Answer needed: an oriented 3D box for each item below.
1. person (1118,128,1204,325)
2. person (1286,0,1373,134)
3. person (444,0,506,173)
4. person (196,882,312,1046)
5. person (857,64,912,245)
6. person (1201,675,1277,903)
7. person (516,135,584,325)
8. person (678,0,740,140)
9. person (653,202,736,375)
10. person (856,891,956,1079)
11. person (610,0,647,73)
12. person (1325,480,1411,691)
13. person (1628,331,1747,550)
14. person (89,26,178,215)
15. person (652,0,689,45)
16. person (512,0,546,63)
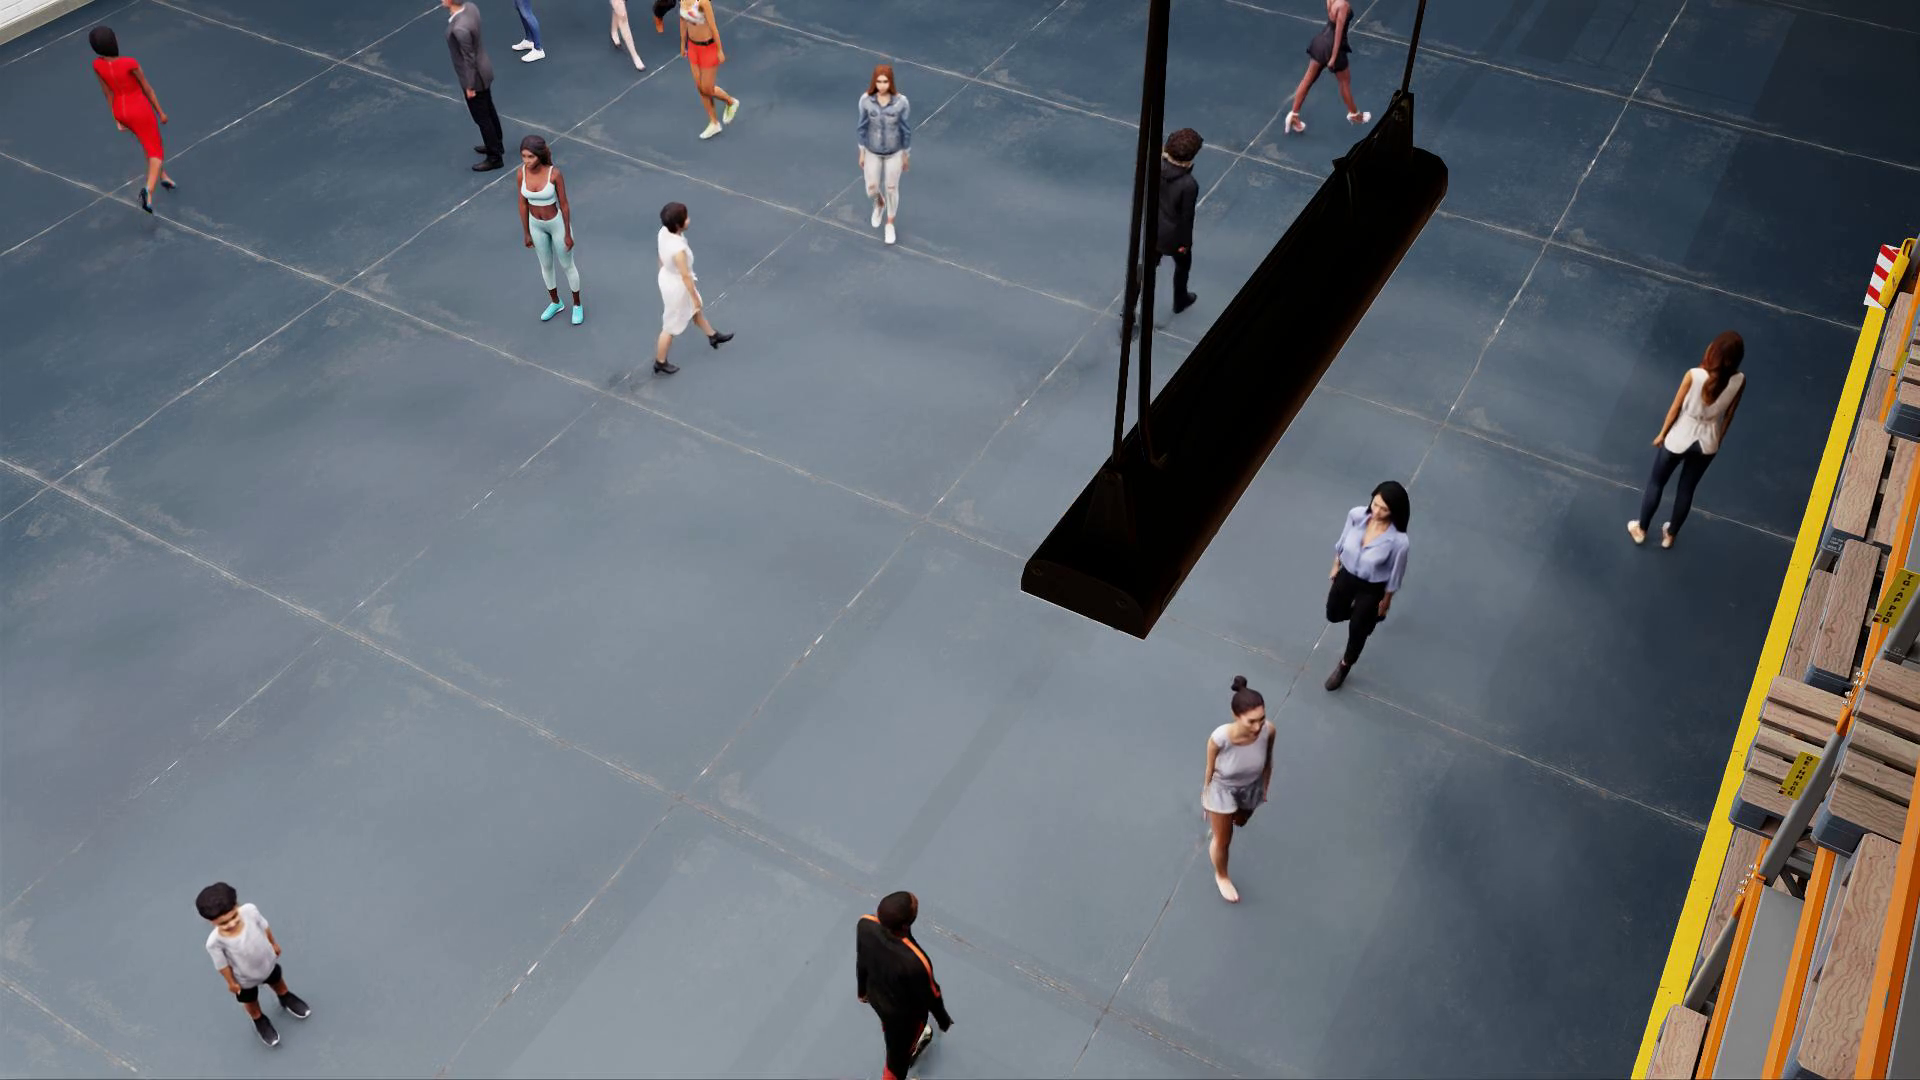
[{"bbox_3d":[1.662,-2.515,13.594,0.794,1.751,1.141,34,53,30],"label":"person"},{"bbox_3d":[3.436,-4.644,15.834,1.088,1.746,1.018,-11,45,-11],"label":"person"},{"bbox_3d":[-4.516,-4.332,15.439,0.869,1.838,0.764,-4,44,-4],"label":"person"},{"bbox_3d":[-3.838,2.242,8.961,0.562,1.255,0.436,27,50,25],"label":"person"},{"bbox_3d":[-0.658,-3.438,14.605,0.768,1.695,0.818,2,44,2],"label":"person"},{"bbox_3d":[1.548,1.374,9.629,0.918,1.591,0.965,-11,45,-11],"label":"person"},{"bbox_3d":[-3.367,-2.548,13.649,0.640,1.725,0.643,6,44,6],"label":"person"},{"bbox_3d":[-2.384,-4.700,15.874,0.678,1.772,0.797,30,51,28],"label":"person"},{"bbox_3d":[-2.314,-1.948,13.172,1.058,1.513,0.902,-20,47,-19],"label":"person"},{"bbox_3d":[-0.378,2.391,8.418,0.756,1.789,0.871,33,53,30],"label":"person"},{"bbox_3d":[-3.540,-5.759,16.985,1.174,1.773,1.039,-24,49,-23],"label":"person"},{"bbox_3d":[2.651,0.246,10.709,0.928,1.734,0.805,-31,52,-29],"label":"person"},{"bbox_3d":[5.114,-0.660,11.635,0.690,1.769,0.697,5,44,5],"label":"person"},{"bbox_3d":[-7.395,-3.732,14.898,0.850,1.716,1.097,3,44,3],"label":"person"},{"bbox_3d":[-2.983,-6.015,17.248,1.044,1.780,1.008,-24,49,-23],"label":"person"},{"bbox_3d":[-4.537,-5.782,17.047,0.698,1.720,0.692,-21,47,-21],"label":"person"}]
